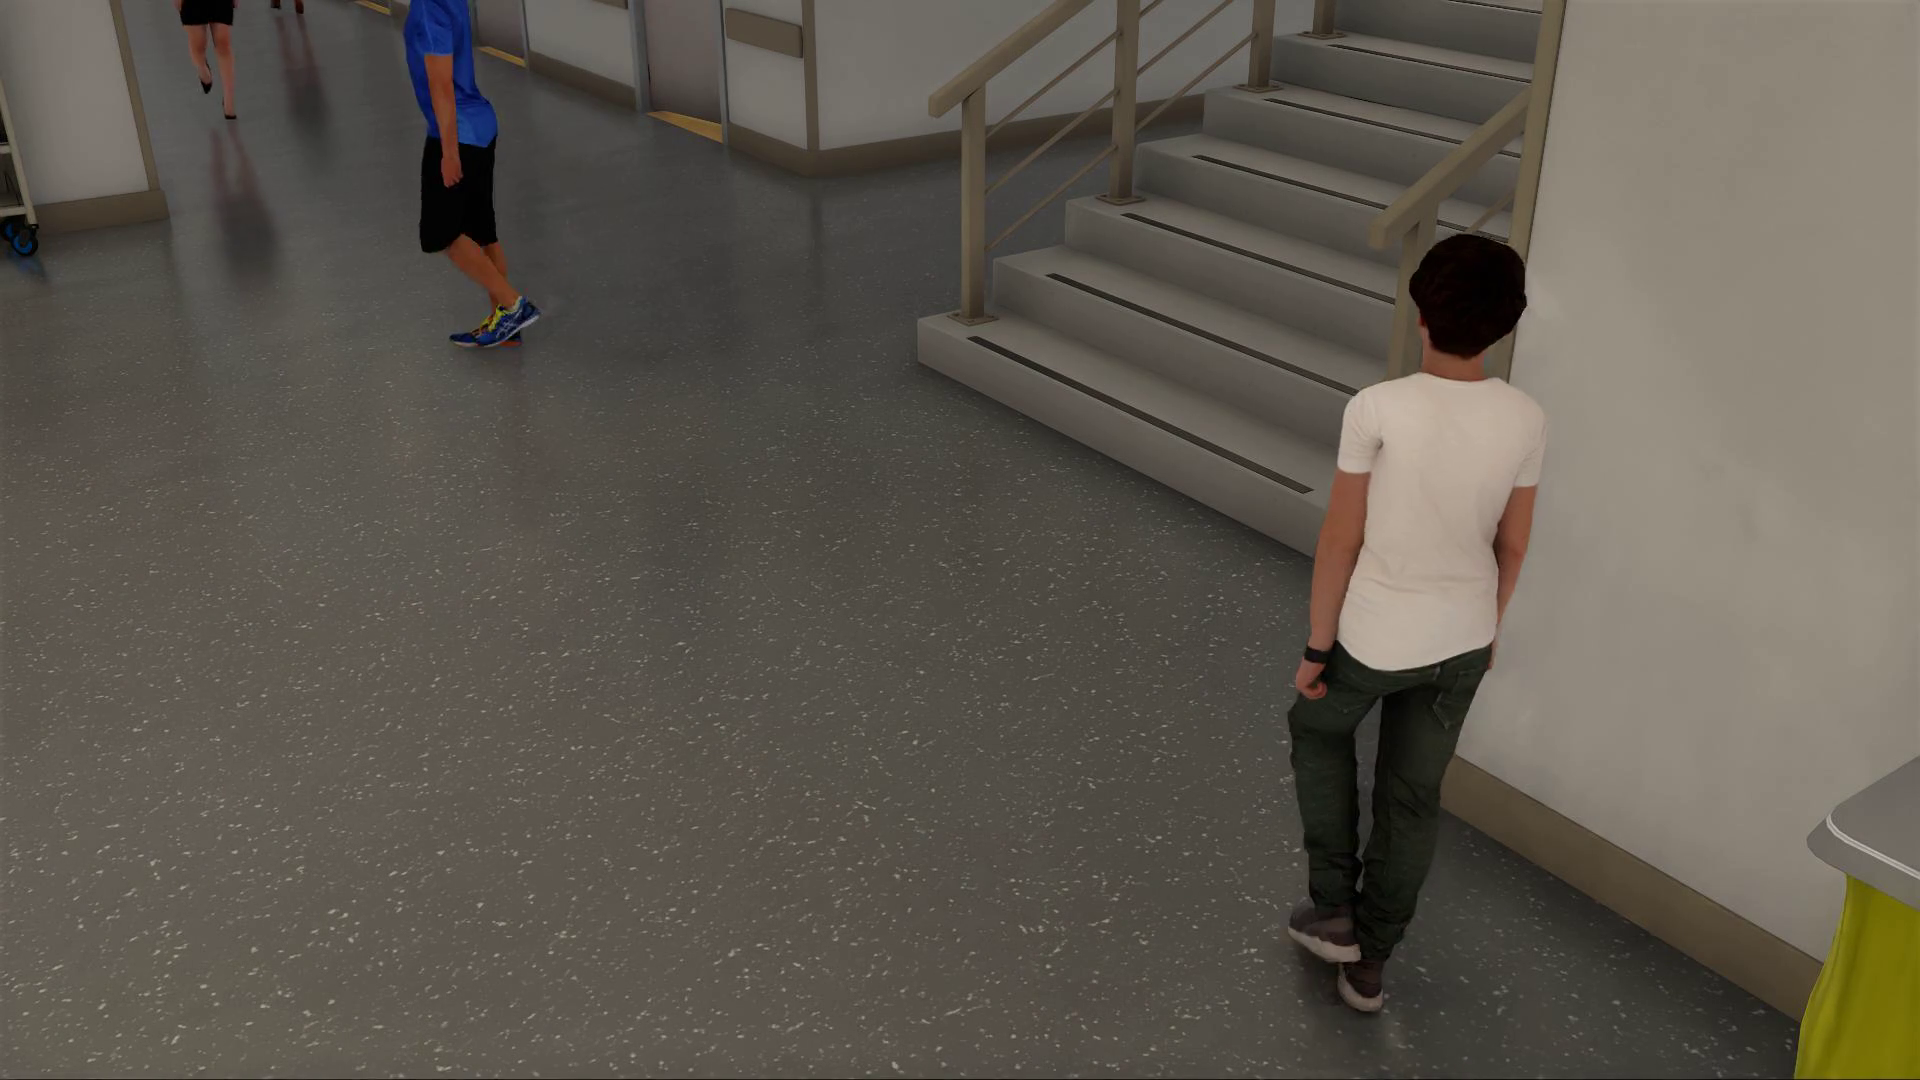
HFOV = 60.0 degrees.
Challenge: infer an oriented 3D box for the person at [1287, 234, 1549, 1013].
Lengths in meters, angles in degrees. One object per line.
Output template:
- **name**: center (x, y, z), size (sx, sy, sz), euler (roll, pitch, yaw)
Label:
- **person**: center (0.892, 0.245, 3.244), size (0.699, 1.644, 0.775), euler (-1, 26, -2)

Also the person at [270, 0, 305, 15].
- **person**: center (-6.534, -5.881, 15.974), size (0.738, 1.621, 0.679), euler (-13, 29, -25)

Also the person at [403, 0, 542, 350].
- **person**: center (-2.020, -1.683, 6.999), size (0.853, 1.855, 0.801), euler (-3, 26, -5)

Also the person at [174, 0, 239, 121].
- **person**: center (-5.274, -3.789, 11.560), size (0.695, 1.686, 0.672), euler (-15, 30, -29)
